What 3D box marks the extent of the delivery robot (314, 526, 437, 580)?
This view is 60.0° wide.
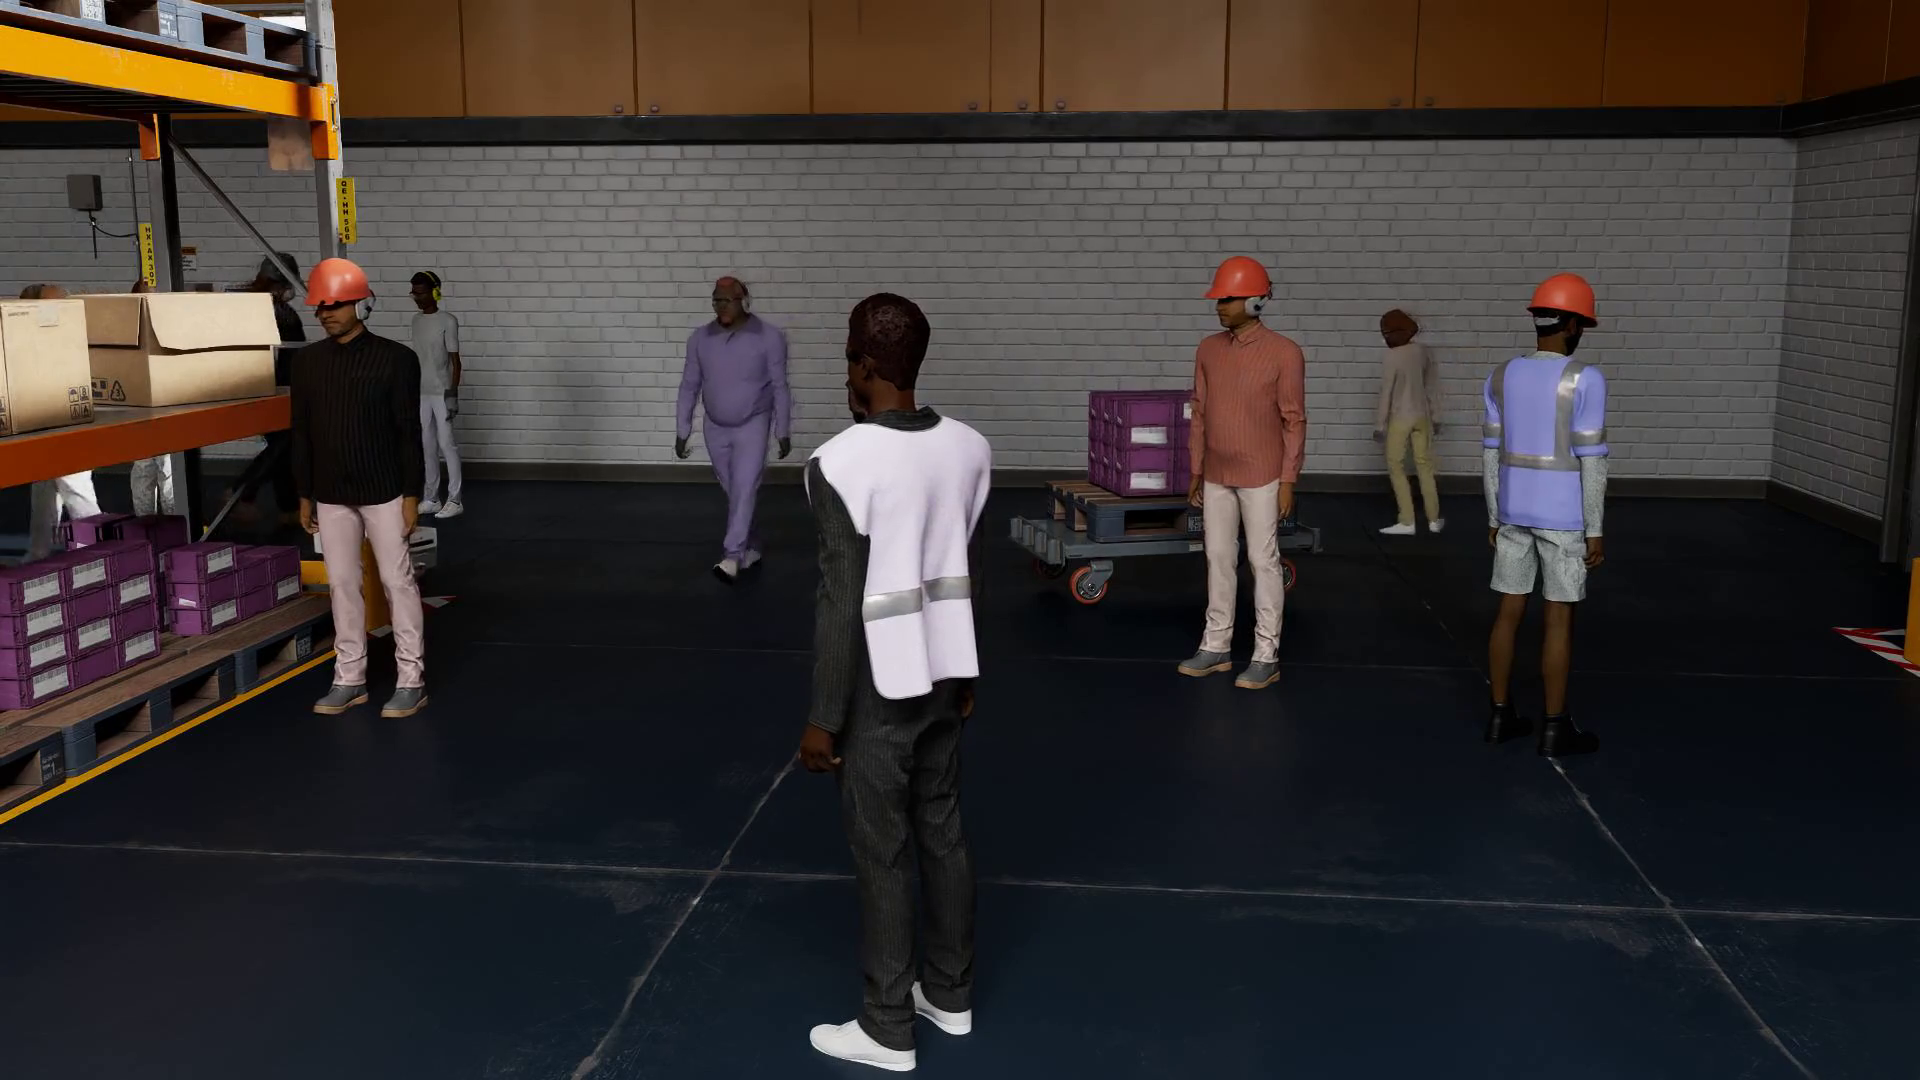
[{"bbox_3d":[-3.392,0.024,9.656,0.707,0.478,0.477,4,11,23],"label":"delivery robot"}]

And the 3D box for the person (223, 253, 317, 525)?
[{"bbox_3d":[-4.955,-1.081,12.002,0.619,2.000,0.745,0,10,-1],"label":"person"}]

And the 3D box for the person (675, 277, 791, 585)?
[{"bbox_3d":[-1.417,-0.675,10.210,0.675,1.850,1.002,3,10,15],"label":"person"}]

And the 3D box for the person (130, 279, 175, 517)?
[{"bbox_3d":[-5.255,-0.790,10.923,0.621,1.838,0.429,5,11,26],"label":"person"}]

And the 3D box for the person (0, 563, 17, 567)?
[{"bbox_3d":[-6.194,-0.607,9.855,0.573,1.854,0.940,9,13,42],"label":"person"}]

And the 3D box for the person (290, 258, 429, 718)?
[{"bbox_3d":[-2.606,-0.212,7.186,0.613,1.986,0.401,1,10,8],"label":"person"}]

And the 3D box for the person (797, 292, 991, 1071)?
[{"bbox_3d":[-0.148,0.356,4.125,0.376,1.917,0.600,8,13,38],"label":"person"}]

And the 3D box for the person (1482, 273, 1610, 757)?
[{"bbox_3d":[2.363,-0.098,6.695,0.372,1.928,0.543,-7,12,-36],"label":"person"}]

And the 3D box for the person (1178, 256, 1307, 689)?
[{"bbox_3d":[1.299,-0.308,7.712,0.393,1.990,0.616,-9,13,-42],"label":"person"}]

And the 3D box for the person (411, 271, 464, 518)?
[{"bbox_3d":[-3.998,-1.097,12.601,0.508,1.865,0.329,6,11,30],"label":"person"}]

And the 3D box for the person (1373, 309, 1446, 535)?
[{"bbox_3d":[3.216,-0.839,11.848,0.644,1.604,0.391,-7,12,-34],"label":"person"}]

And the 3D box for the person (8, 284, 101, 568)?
[{"bbox_3d":[-5.486,-0.603,9.908,0.733,1.815,0.662,-4,11,-19],"label":"person"}]
